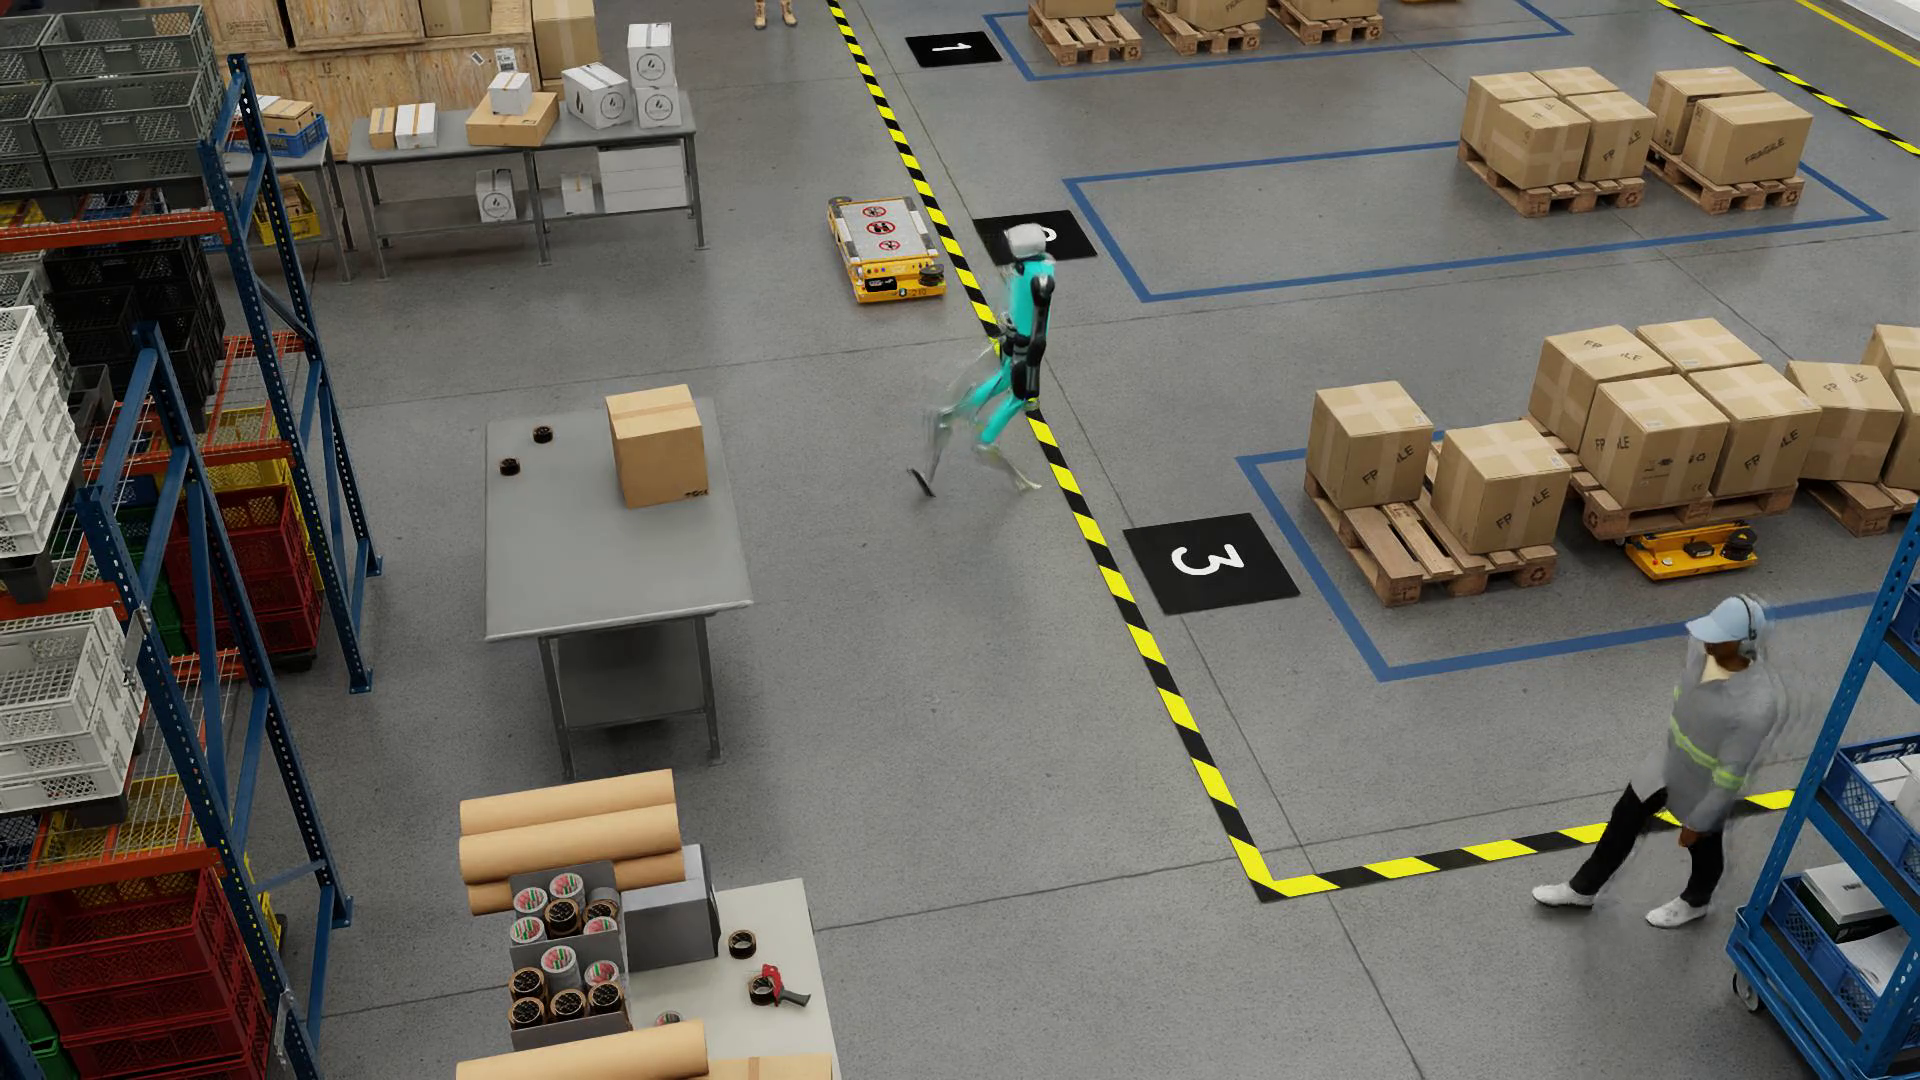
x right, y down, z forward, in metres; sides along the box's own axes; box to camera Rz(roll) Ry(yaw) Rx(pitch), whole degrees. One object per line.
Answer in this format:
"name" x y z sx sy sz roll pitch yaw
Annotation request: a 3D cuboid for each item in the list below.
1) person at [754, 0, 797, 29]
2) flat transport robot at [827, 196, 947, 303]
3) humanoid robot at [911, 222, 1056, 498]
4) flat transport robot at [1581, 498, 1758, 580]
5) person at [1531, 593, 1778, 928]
"person" -1.836 -6.000 16.142 0.604 2.033 0.388 -7 37 -10
"flat transport robot" -0.570 -2.220 12.538 0.659 0.231 1.431 -8 37 -10
"humanoid robot" 0.072 -0.962 9.629 0.935 1.769 0.541 -7 37 -9
"flat transport robot" 4.062 -0.294 9.926 0.652 0.197 1.431 -8 37 -10
"person" 2.963 0.979 6.933 0.875 1.817 0.613 -5 37 -6
